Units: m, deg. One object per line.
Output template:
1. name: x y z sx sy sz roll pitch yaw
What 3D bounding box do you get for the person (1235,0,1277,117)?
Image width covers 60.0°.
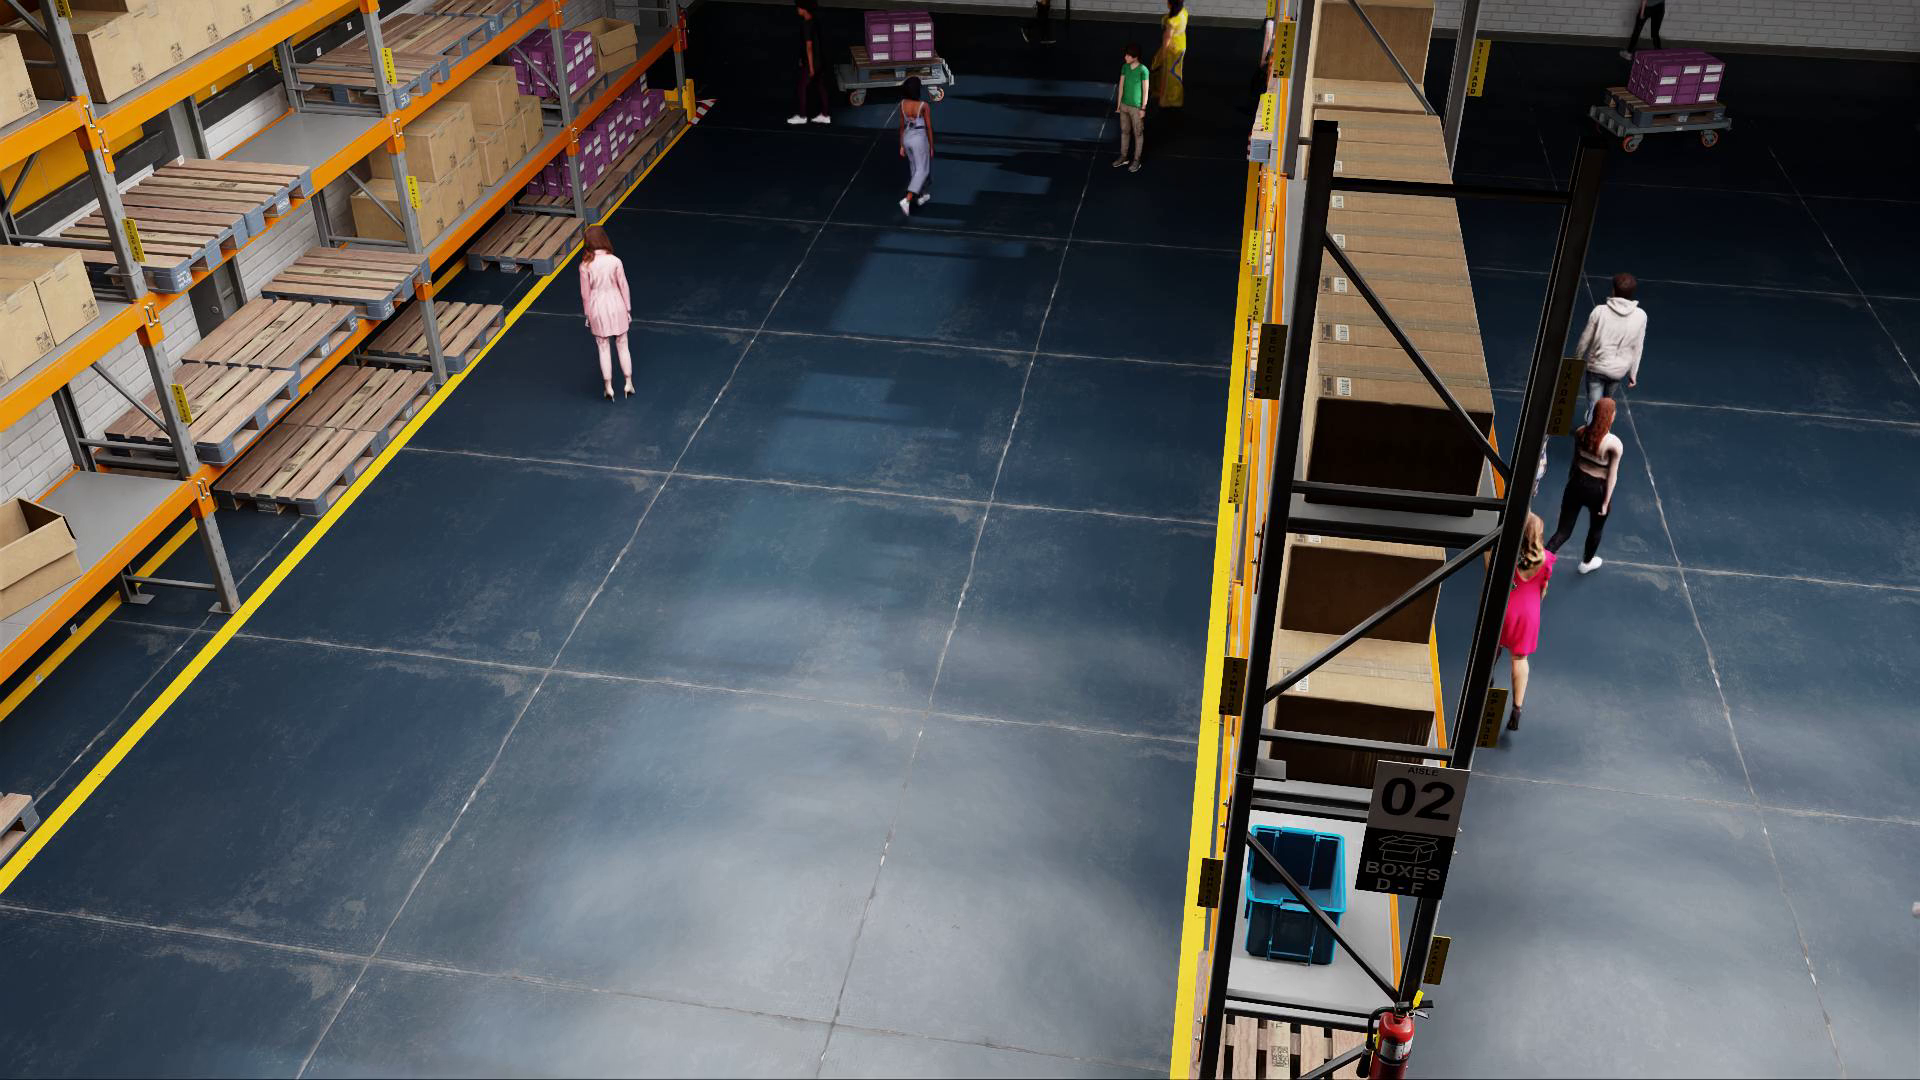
1. person: 4.326 -6.618 22.830 0.999 1.809 1.165 19 38 27

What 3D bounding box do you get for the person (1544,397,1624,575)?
1. person: 4.999 -0.332 13.464 1.184 1.707 1.107 -22 40 -30

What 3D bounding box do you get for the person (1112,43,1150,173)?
1. person: 2.234 -5.606 21.449 0.666 1.652 0.686 25 41 32

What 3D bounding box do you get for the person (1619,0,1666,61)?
1. person: 10.379 -7.861 24.800 0.873 1.697 1.200 -6 34 -9

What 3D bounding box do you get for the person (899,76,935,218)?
1. person: -0.555 -4.742 20.134 0.824 1.670 1.148 17 37 24

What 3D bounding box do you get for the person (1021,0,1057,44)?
1. person: 1.232 -8.470 25.943 0.671 1.446 0.723 7 34 10

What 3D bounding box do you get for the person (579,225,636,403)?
1. person: -3.433 -2.194 16.182 0.684 1.800 0.665 -9 35 -13

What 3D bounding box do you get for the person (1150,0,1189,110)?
1. person: 3.072 -6.865 23.345 0.907 1.650 0.875 17 37 23

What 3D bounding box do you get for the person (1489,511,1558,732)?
1. person: 4.056 0.605 12.070 0.597 1.690 1.029 4 34 6

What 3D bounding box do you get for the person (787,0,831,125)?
1. person: -1.940 -6.564 22.790 0.685 1.763 0.739 7 34 11

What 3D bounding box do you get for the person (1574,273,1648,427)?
1. person: 5.888 -1.487 15.105 0.756 1.815 1.144 3 34 4
